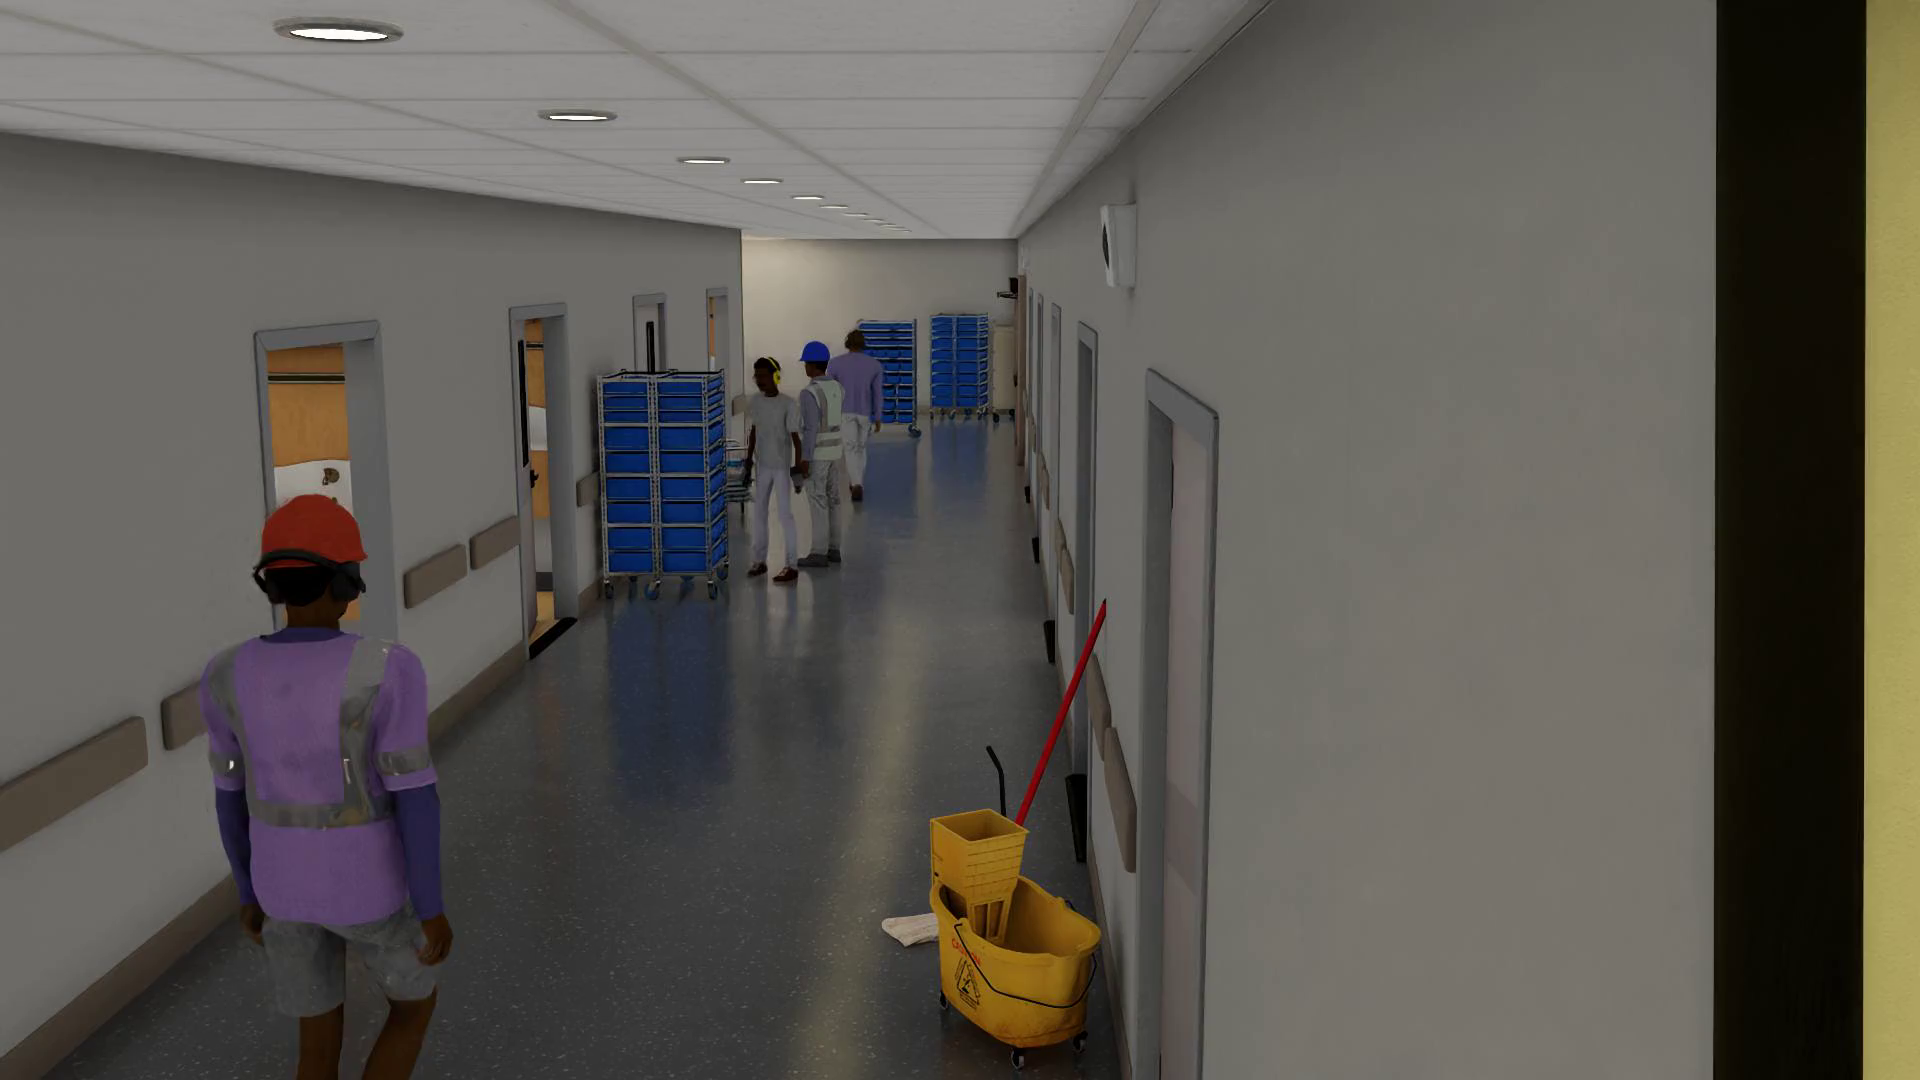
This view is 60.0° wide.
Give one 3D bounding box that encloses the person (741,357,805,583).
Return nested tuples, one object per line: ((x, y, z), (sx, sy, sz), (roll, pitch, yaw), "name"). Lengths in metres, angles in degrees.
((-1.558, -0.580, 13.725), (0.604, 1.856, 0.402), (8, 13, 41), "person")

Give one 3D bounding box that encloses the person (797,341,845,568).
((-1.212, -0.738, 14.363), (0.388, 1.947, 0.614), (4, 10, 22), "person")

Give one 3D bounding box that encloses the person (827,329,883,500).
((-1.166, -1.404, 18.545), (0.636, 1.897, 1.014), (-3, 10, -16), "person")

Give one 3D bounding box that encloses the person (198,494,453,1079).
((-1.624, 0.892, 4.362), (0.646, 2.029, 0.418), (1, 10, 8), "person")
